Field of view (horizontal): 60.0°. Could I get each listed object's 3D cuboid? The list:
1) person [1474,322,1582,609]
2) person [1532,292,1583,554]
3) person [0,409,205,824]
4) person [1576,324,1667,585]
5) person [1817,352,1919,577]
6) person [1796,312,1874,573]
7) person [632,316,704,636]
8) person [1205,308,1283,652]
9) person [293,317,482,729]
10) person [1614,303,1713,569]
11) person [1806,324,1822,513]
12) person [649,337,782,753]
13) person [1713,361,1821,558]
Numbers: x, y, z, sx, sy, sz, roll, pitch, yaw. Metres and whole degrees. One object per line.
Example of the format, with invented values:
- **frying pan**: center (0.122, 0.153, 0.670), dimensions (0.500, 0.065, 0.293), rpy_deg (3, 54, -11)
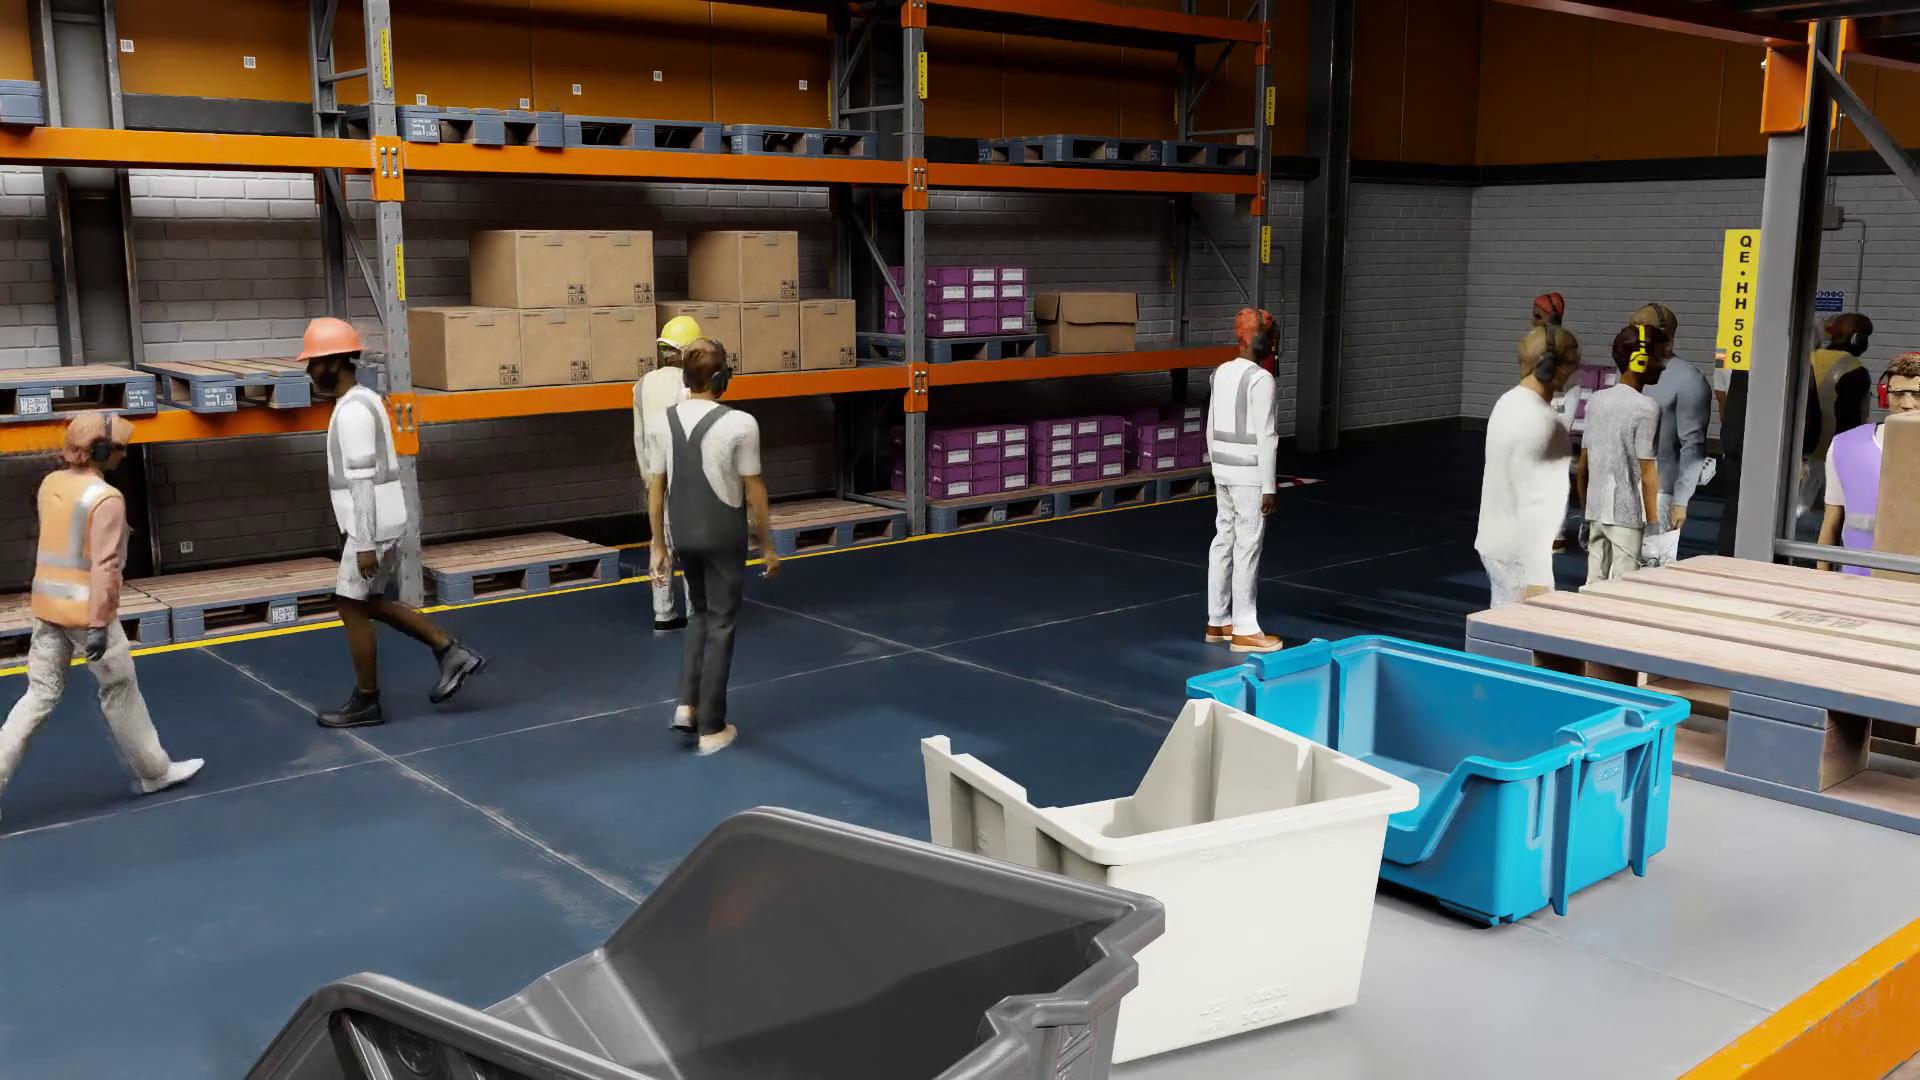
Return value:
- **person**: center (2.301, 0.083, 6.744), dimensions (0.414, 1.938, 0.632), rpy_deg (1, 10, 8)
- **person**: center (4.253, -0.839, 12.022), dimensions (0.358, 1.886, 0.574), rpy_deg (-2, 10, -10)
- **person**: center (-3.458, 0.297, 6.453), dimensions (0.557, 1.596, 0.828), rpy_deg (6, 12, 32)
- **person**: center (3.082, -0.067, 7.759), dimensions (0.323, 1.865, 0.518), rpy_deg (-3, 11, -16)
- **person**: center (3.560, 0.204, 6.324), dimensions (0.561, 1.836, 0.379), rpy_deg (6, 12, 32)
- **person**: center (5.549, -0.580, 10.839), dimensions (0.903, 1.804, 0.669), rpy_deg (-1, 10, -3)
- **person**: center (-1.561, -0.343, 9.402), dimensions (0.599, 1.827, 0.404), rpy_deg (7, 12, 35)
- **person**: center (1.568, -0.331, 9.180), dimensions (0.337, 1.882, 0.585), rpy_deg (-4, 11, -21)
- **person**: center (-2.672, -0.079, 7.711), dimensions (0.683, 1.906, 0.583), rpy_deg (-3, 10, -15)
- **person**: center (3.540, -0.247, 8.574), dimensions (0.371, 1.935, 0.627), rpy_deg (-4, 11, -19)
- **person**: center (6.980, -1.222, 14.106), dimensions (0.713, 1.888, 0.968), rpy_deg (-1, 10, -3)
- **person**: center (-1.073, 0.026, 7.327), dimensions (0.521, 1.830, 0.412), rpy_deg (5, 11, 24)
- **person**: center (4.916, -0.569, 10.078), dimensions (0.536, 2.000, 0.676), rpy_deg (-2, 10, -12)
